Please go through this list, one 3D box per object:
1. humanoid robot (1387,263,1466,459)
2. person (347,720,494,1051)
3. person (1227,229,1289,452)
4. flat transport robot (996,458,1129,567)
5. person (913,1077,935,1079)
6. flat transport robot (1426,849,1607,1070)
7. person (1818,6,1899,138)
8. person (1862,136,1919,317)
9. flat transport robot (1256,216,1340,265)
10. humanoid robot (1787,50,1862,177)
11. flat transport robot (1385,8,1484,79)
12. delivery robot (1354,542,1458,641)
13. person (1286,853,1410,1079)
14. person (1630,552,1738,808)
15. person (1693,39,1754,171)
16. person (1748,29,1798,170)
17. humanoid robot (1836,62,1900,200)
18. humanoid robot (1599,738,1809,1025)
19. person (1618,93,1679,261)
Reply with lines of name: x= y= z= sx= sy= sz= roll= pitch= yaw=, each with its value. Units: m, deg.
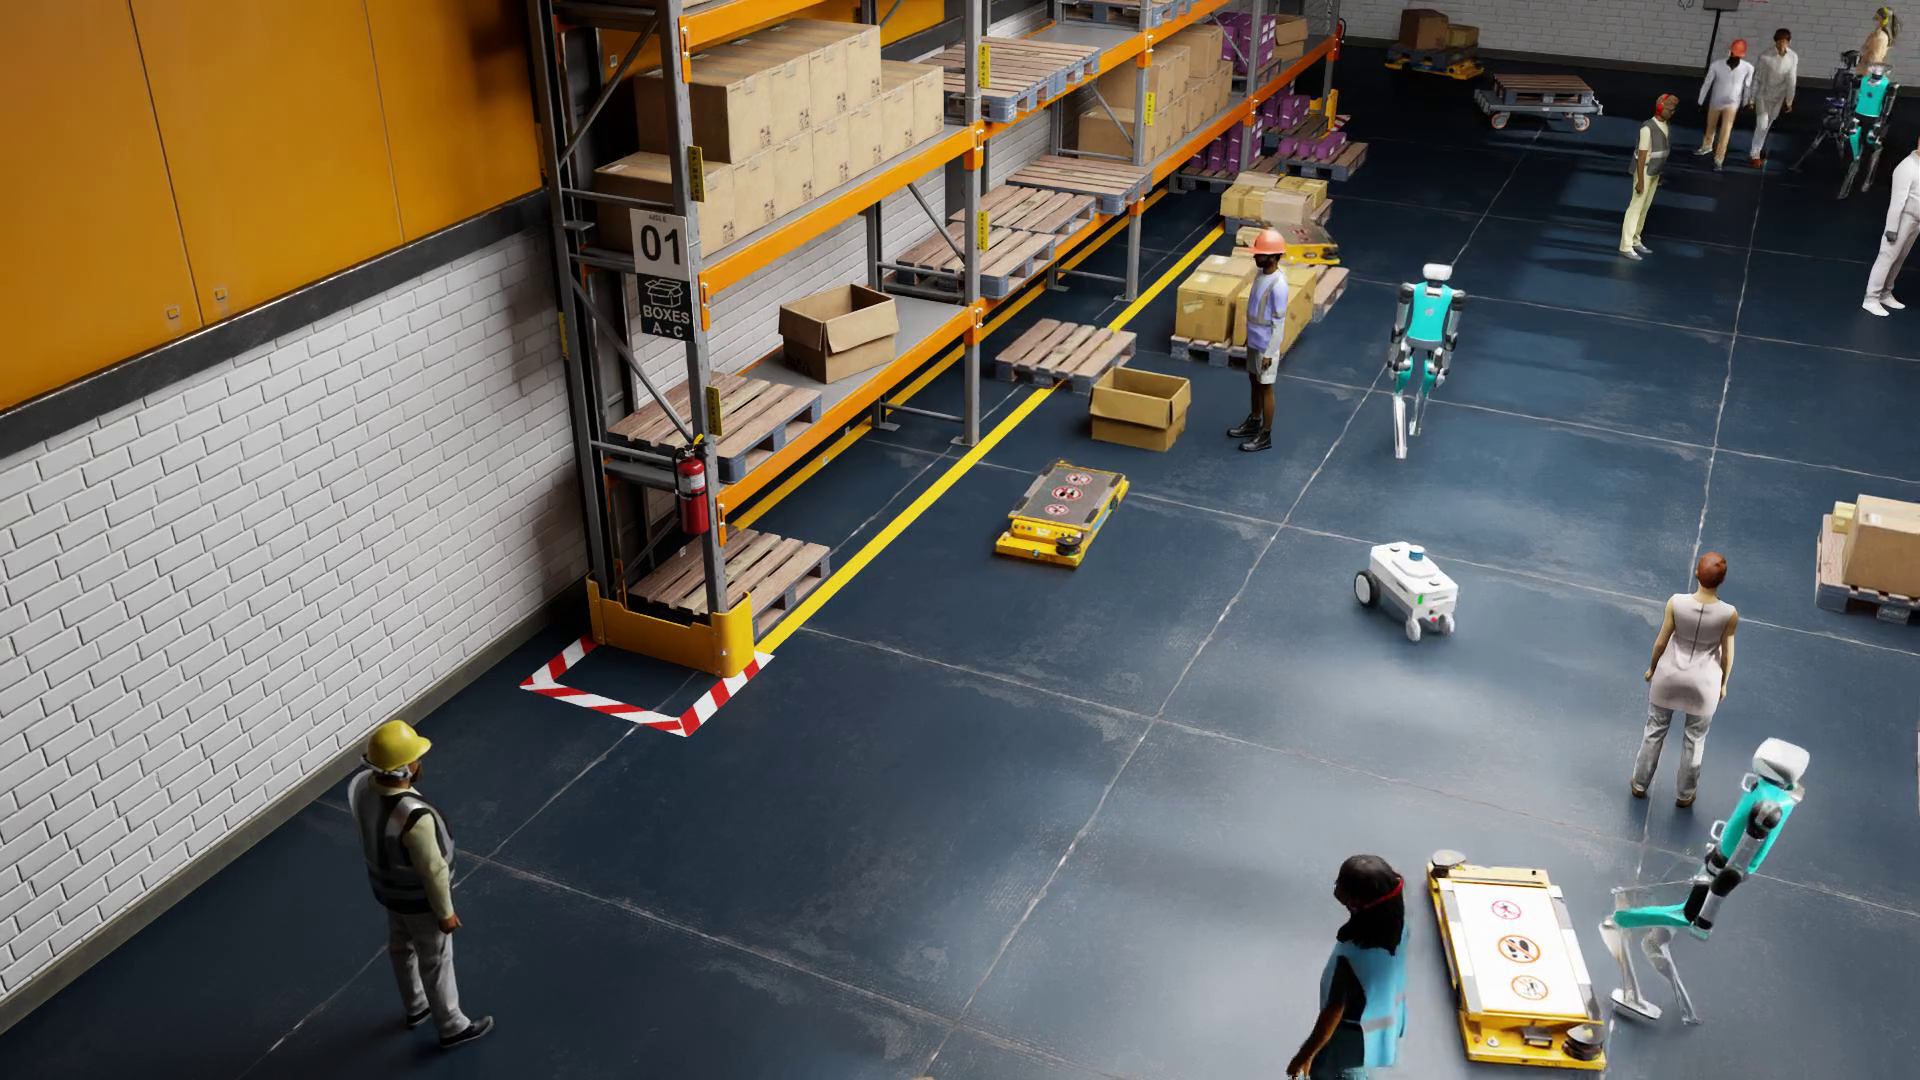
humanoid robot: x=3.914 y=-1.549 z=14.134 sx=0.561 sy=1.849 sz=0.841 roll=7 pitch=29 yaw=13
person: x=-2.618 y=1.654 z=8.014 sx=0.589 sy=1.833 sz=0.404 roll=22 pitch=35 yaw=35
person: x=2.554 y=-1.691 z=14.108 sx=0.351 sy=1.938 sz=0.543 roll=-5 pitch=29 yaw=-9
flat transport robot: x=0.829 y=-0.235 z=13.164 sx=0.659 sy=0.231 sz=1.431 roll=10 pitch=30 yaw=19
person: x=-0.106 y=2.677 z=6.293 sx=0.337 sy=1.660 sz=0.490 roll=13 pitch=31 yaw=22
flat transport robot: x=2.885 y=2.168 z=8.709 sx=0.659 sy=0.231 sz=1.431 roll=3 pitch=28 yaw=5
person: x=12.576 y=-6.463 z=23.055 sx=0.788 sy=1.838 sz=0.566 roll=19 pitch=34 yaw=31
person: x=9.714 y=-3.256 z=17.043 sx=0.651 sy=1.905 sz=0.405 roll=-21 pitch=35 yaw=-33
flat transport robot: x=3.879 y=-3.470 z=19.162 sx=0.659 sy=0.231 sz=1.431 roll=-1 pitch=28 yaw=-3
humanoid robot: x=11.311 y=-5.525 z=21.558 sx=0.789 sy=1.639 sz=0.589 roll=3 pitch=28 yaw=6
flat transport robot: x=7.722 y=-7.740 z=27.080 sx=1.431 sy=0.231 sz=0.659 roll=22 pitch=35 yaw=35
delivery robot: x=3.201 y=0.314 z=11.858 sx=0.499 sy=0.608 sz=0.784 roll=-9 pitch=30 yaw=-16
person: x=1.645 y=2.117 z=7.139 sx=0.484 sy=1.855 sz=0.523 roll=15 pitch=32 yaw=25
person: x=4.257 y=0.819 z=9.744 sx=0.446 sy=1.658 sz=0.285 roll=14 pitch=31 yaw=24
person: x=10.107 y=-5.820 z=22.034 sx=0.599 sy=1.682 sz=0.967 roll=13 pitch=31 yaw=23
person: x=10.652 y=-5.765 z=21.790 sx=0.527 sy=1.808 sz=0.659 roll=0 pitch=28 yaw=0
humanoid robot: x=11.371 y=-5.115 z=20.715 sx=1.001 sy=1.744 sz=0.559 roll=-24 pitch=37 yaw=-37
humanoid robot: x=3.506 y=1.673 z=8.114 sx=0.803 sy=1.787 sz=0.548 roll=17 pitch=33 yaw=28
person: x=7.705 y=-4.083 z=18.646 sx=0.391 sy=1.838 sz=0.563 roll=23 pitch=36 yaw=36
